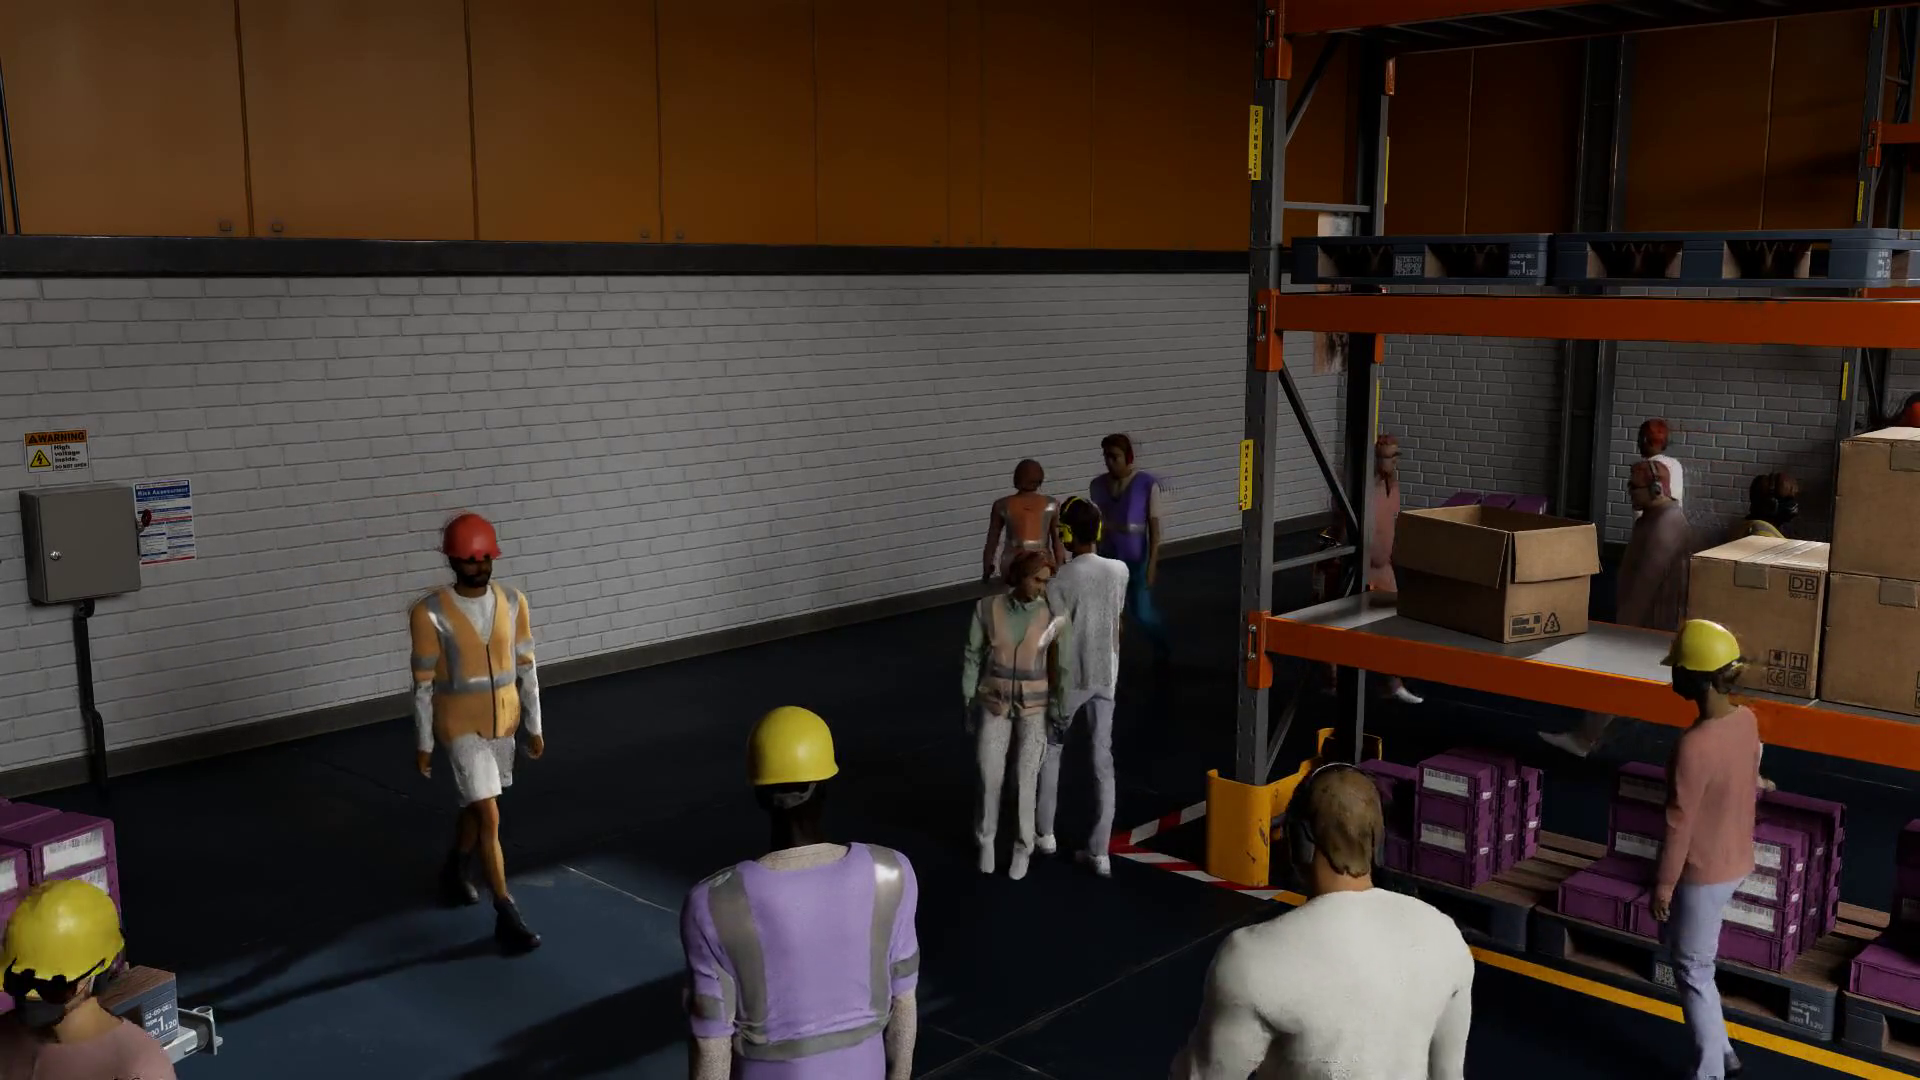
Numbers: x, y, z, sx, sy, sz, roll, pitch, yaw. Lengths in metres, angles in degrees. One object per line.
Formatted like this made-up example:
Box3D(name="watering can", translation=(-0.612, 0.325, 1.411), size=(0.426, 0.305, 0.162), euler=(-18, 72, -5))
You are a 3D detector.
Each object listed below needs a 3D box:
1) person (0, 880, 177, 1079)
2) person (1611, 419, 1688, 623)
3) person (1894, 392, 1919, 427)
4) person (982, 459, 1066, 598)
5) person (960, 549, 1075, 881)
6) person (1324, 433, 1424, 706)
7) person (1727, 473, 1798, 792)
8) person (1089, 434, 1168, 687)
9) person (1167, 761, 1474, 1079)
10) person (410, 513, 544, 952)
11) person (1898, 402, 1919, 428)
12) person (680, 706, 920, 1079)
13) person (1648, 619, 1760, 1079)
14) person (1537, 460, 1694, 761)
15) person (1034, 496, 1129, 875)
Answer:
Box3D(name="person", translation=(-1.850, 1.531, 3.467), size=(0.634, 1.740, 0.311), euler=(5, 10, 26))
Box3D(name="person", translation=(5.200, 0.029, 12.383), size=(0.625, 1.834, 1.012), euler=(-4, 10, -24))
Box3D(name="person", translation=(7.547, -0.233, 13.340), size=(0.705, 2.000, 1.009), euler=(-9, 13, -43))
Box3D(name="person", translation=(0.446, 0.240, 11.697), size=(0.616, 1.621, 0.407), euler=(1, 9, 4))
Box3D(name="person", translation=(0.281, 0.836, 8.076), size=(0.556, 1.606, 0.357), euler=(2, 9, 11))
Box3D(name="person", translation=(2.791, 0.213, 11.131), size=(0.800, 1.866, 0.679), euler=(9, 13, 44))
Box3D(name="person", translation=(4.429, 0.545, 9.185), size=(0.429, 1.844, 0.622), euler=(3, 10, 16))
Box3D(name="person", translation=(1.201, 0.137, 11.786), size=(0.578, 1.811, 0.811), euler=(6, 11, 32))
Box3D(name="person", translation=(0.733, 1.417, 3.694), size=(0.652, 1.878, 0.981), euler=(-6, 11, -33))
Box3D(name="person", translation=(-2.166, 0.804, 7.451), size=(0.556, 1.896, 0.970), euler=(-9, 13, -44))
Box3D(name="person", translation=(6.953, -0.006, 12.114), size=(0.608, 1.987, 0.391), euler=(-8, 12, -42))
Box3D(name="person", translation=(-0.382, 1.349, 4.006), size=(0.588, 1.923, 0.383), euler=(-4, 10, -24))
Box3D(name="person", translation=(2.573, 1.141, 5.795), size=(0.555, 1.753, 0.391), euler=(-9, 13, -43))
Box3D(name="person", translation=(3.945, 0.461, 9.661), size=(0.982, 1.851, 0.643), euler=(2, 10, 13))
Box3D(name="person", translation=(0.575, 0.692, 8.280), size=(0.526, 1.839, 0.780), euler=(-4, 10, -23))
